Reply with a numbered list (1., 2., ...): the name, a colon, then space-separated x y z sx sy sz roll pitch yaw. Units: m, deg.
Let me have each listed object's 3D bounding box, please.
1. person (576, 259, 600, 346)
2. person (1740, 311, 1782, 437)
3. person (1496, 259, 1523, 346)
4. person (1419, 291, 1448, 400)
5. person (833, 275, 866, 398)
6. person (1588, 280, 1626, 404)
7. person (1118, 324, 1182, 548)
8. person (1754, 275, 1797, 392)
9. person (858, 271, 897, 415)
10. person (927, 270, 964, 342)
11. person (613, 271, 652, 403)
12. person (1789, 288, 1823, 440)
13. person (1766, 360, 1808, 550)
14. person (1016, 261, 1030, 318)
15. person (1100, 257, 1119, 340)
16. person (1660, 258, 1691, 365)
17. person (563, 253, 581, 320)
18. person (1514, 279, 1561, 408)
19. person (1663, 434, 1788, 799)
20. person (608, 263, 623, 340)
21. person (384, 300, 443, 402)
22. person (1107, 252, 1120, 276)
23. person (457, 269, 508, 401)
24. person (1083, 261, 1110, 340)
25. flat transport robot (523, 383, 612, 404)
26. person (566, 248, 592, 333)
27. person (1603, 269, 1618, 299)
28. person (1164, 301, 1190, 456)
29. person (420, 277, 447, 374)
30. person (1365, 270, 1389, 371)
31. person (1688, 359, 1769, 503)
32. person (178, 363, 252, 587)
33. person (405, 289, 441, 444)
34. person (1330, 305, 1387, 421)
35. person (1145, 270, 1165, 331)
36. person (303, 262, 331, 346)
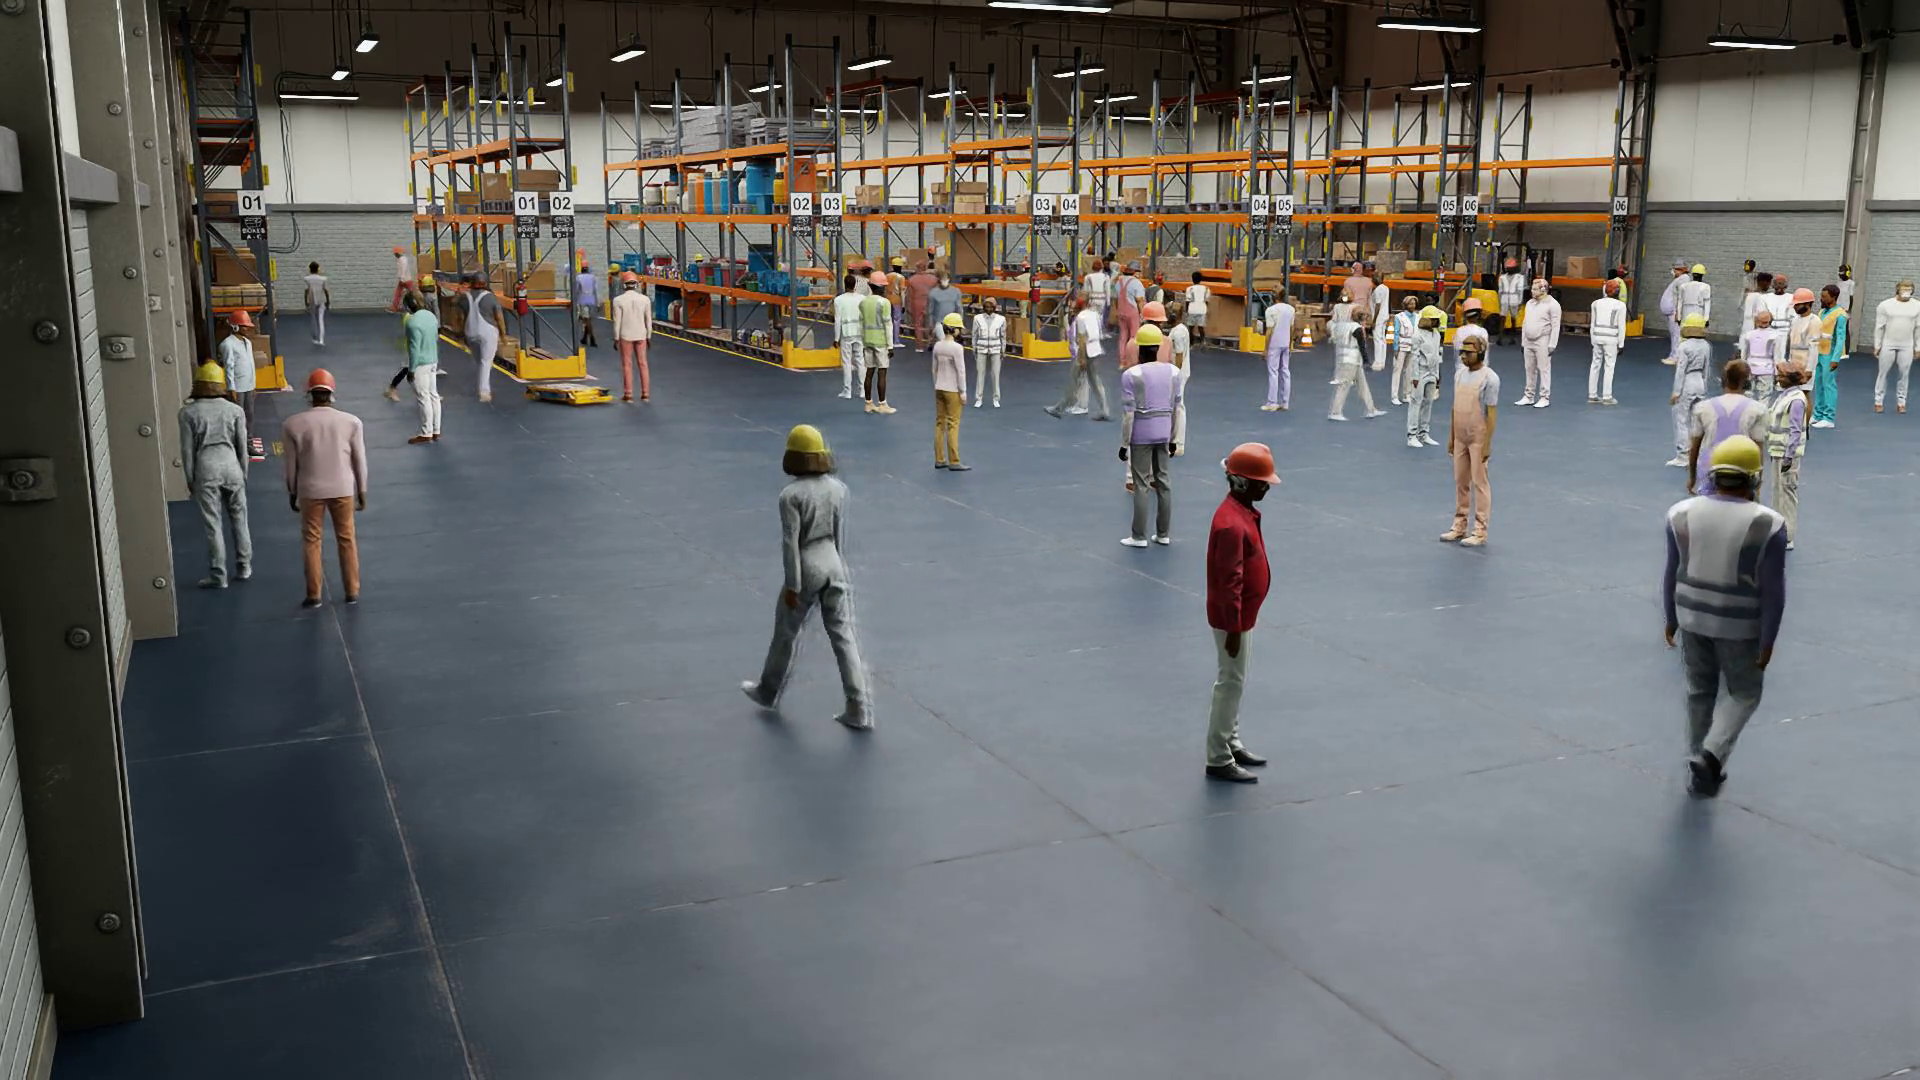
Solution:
1. person: -8.113 -5.157 36.171 0.555 1.885 1.045 -8 13 -34
2. person: 10.287 -2.131 21.416 0.315 1.629 0.508 -10 15 -40
3. person: 11.995 -5.177 36.273 0.557 1.886 1.016 6 13 28
4. person: 7.269 -3.004 25.697 0.319 1.694 0.533 -8 14 -35
5. person: -1.692 -3.176 25.987 0.597 1.916 0.371 -6 13 -27
6. person: 9.777 -2.986 25.140 0.350 1.878 0.568 -8 14 -36
7. person: 1.628 -0.889 14.331 0.587 1.930 0.356 -6 12 -26
8. person: 13.188 -3.332 26.891 0.601 1.878 0.409 7 13 32
9. person: -1.175 -2.819 23.851 0.608 2.044 0.377 9 15 40
10. person: -0.287 -3.775 29.098 0.627 1.898 0.968 -4 12 -18
11. person: -4.998 -3.088 25.347 0.623 1.989 0.401 -7 13 -32
12. person: 10.700 -2.235 21.193 0.392 1.925 0.548 0 11 -1
13. person: 7.068 -0.726 14.251 0.308 1.638 0.511 2 11 12
14. person: 1.558 -5.696 39.245 0.563 1.742 0.360 -6 12 -26
15. person: 3.337 -5.532 38.099 0.605 1.876 0.683 -3 12 -15
16. person: 13.649 -4.373 31.757 0.535 2.000 0.681 3 12 16
17. person: -10.376 -6.807 44.686 0.588 1.812 0.581 -7 13 -32
18. person: 8.583 -2.921 24.732 0.401 1.901 0.651 -6 12 -26
19. person: 3.689 0.393 8.101 0.534 1.816 0.598 -10 15 -43
20. person: -7.803 -5.427 37.860 0.375 1.747 0.578 -2 11 -10
21. person: -8.412 -2.934 25.415 0.809 1.668 0.532 0 11 2
22. person: 4.093 -6.868 44.967 0.510 1.835 0.660 2 11 9
23. person: -7.318 -3.183 25.708 0.682 2.000 0.965 3 11 14
24. person: 3.009 -5.238 36.722 0.597 1.838 0.991 0 11 0
25. flat transport robot: -6.031 -2.259 25.525 1.431 0.197 0.652 10 15 42
26. person: -9.183 -6.022 40.156 0.666 2.028 0.660 -3 12 -15
27. person: 13.811 -4.894 35.278 0.535 1.697 0.321 -6 12 -27
28. person: 2.558 -1.911 19.759 0.343 1.839 0.506 2 11 10
29. person: -9.489 -3.838 29.794 0.484 1.744 0.295 5 12 24
30. person: 7.658 -4.014 30.447 0.343 1.840 0.506 7 13 32
31. person: 5.670 -0.432 12.331 0.546 1.793 0.917 7 13 33
32. person: -5.776 -0.505 12.924 0.489 1.715 0.534 -8 14 -34
33. person: -6.743 -2.168 20.826 0.373 1.935 0.628 1 11 7
34. person: 5.558 -2.438 23.059 0.846 1.600 0.517 2 11 9
35. person: 3.549 -4.023 30.531 0.410 1.831 0.572 -3 12 -16
36. person: -13.986 -5.130 36.206 0.529 1.822 0.990 -5 12 -26
